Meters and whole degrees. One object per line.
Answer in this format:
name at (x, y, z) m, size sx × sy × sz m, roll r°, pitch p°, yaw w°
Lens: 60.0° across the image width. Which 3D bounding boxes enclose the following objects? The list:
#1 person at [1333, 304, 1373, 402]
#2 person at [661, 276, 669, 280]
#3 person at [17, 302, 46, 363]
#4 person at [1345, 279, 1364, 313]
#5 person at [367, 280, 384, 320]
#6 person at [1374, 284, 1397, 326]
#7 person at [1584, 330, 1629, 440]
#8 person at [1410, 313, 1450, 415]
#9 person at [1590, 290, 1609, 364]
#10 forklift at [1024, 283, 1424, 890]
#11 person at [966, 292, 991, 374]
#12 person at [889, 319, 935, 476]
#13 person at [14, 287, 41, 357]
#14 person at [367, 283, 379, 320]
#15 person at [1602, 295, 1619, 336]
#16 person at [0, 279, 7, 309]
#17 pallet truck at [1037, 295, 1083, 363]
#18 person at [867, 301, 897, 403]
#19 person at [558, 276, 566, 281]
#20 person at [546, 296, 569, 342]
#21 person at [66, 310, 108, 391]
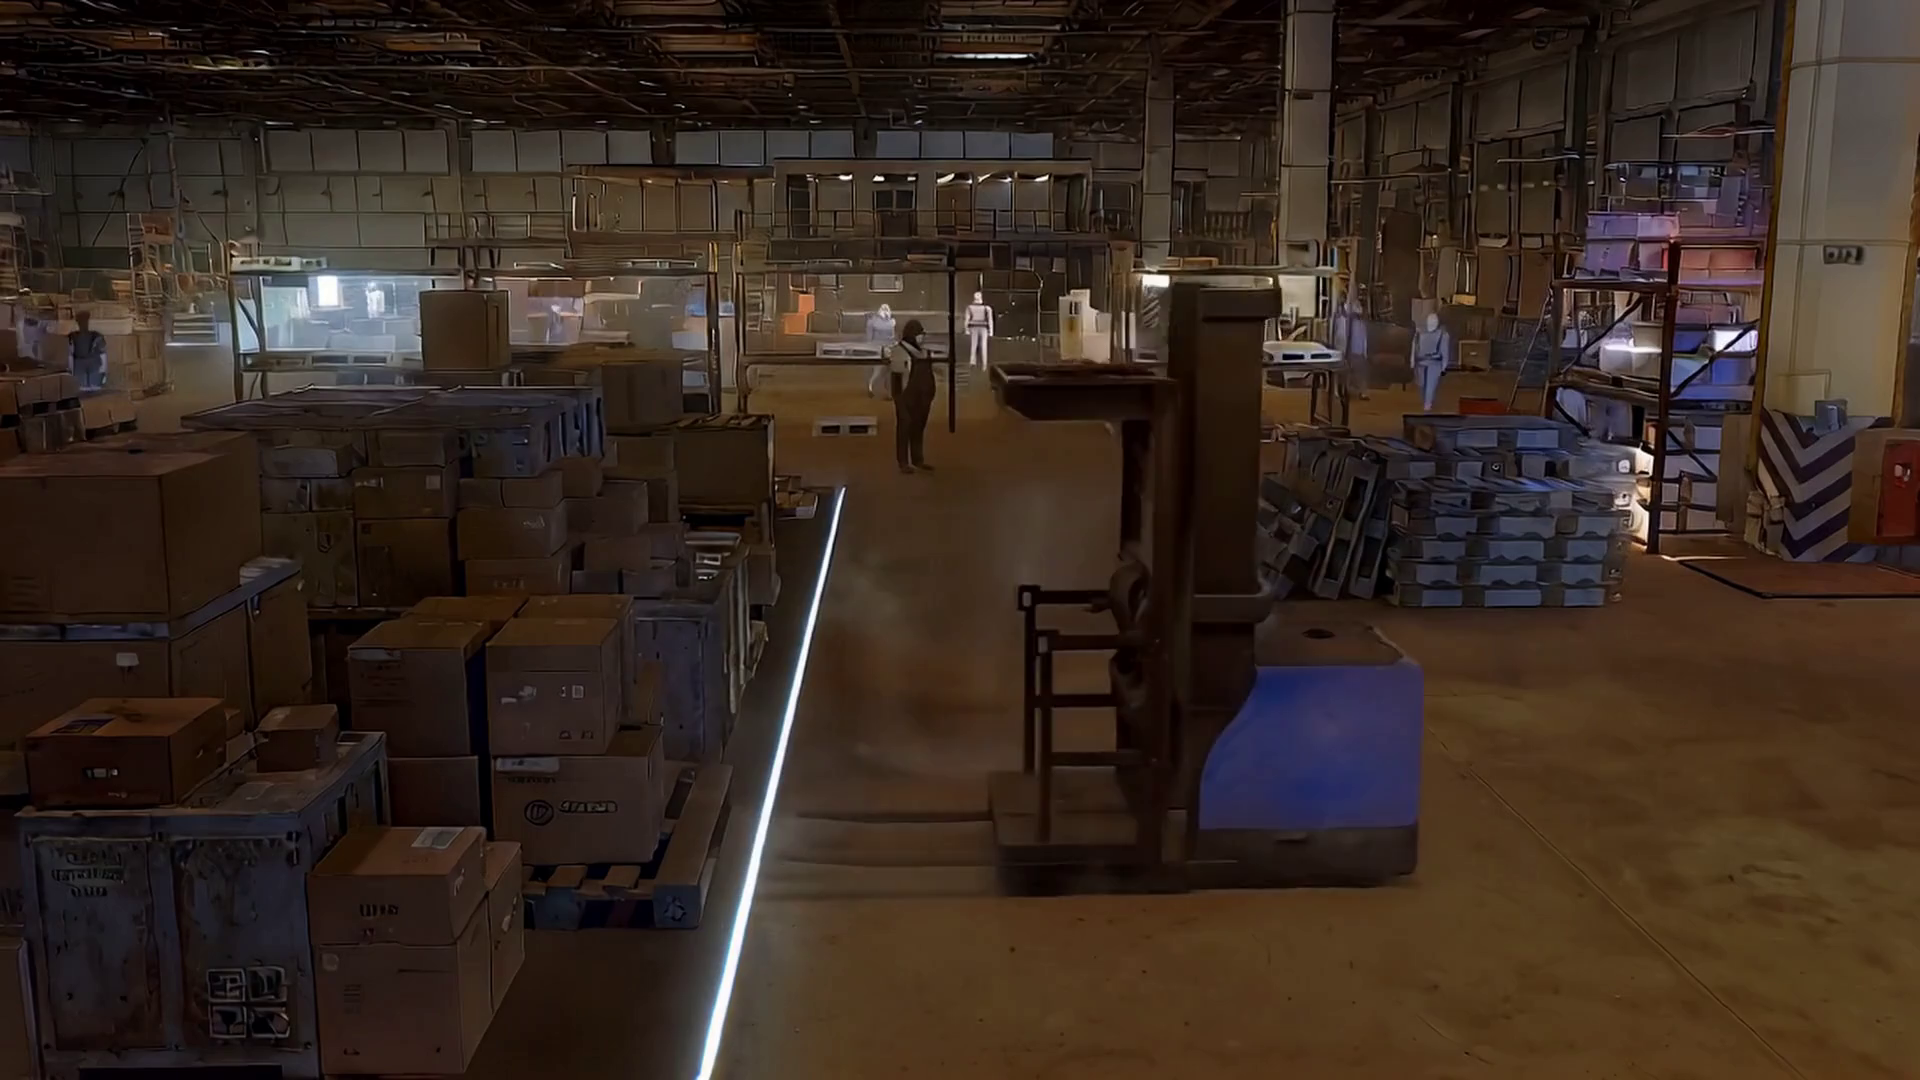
person at (7.512, -3.576, 31.738) m, size 0.594 × 1.865 × 1.014 m, roll -9°, pitch 13°, yaw -40°
person at (-9.662, -7.616, 54.108) m, size 0.449 × 1.906 × 0.586 m, roll 7°, pitch 12°, yaw 35°
person at (-19.972, -4.223, 35.723) m, size 0.533 × 1.731 × 0.864 m, roll 1°, pitch 10°, yaw 5°
person at (12.974, -7.602, 54.322) m, size 0.936 × 1.801 × 0.657 m, roll -6°, pitch 12°, yaw -29°
person at (-17.797, -6.979, 50.694) m, size 0.608 × 1.869 × 0.998 m, roll 4°, pitch 11°, yaw 19°
person at (11.515, -5.970, 44.973) m, size 0.645 × 1.909 × 0.679 m, roll 5°, pitch 12°, yaw 28°
person at (8.646, -1.831, 21.986) m, size 0.606 × 1.866 × 1.008 m, roll -9°, pitch 13°, yaw -41°
person at (8.226, -3.074, 29.102) m, size 0.620 × 1.813 × 0.849 m, roll 6°, pitch 12°, yaw 32°
person at (16.002, -5.381, 41.423) m, size 0.388 × 1.992 × 0.625 m, roll -2°, pitch 10°, yaw -9°
forklift at (1.220, 0.166, 8.053) m, size 1.873 × 2.768 × 1.129 m, roll 0°, pitch 10°, yaw -2°
person at (0.426, -4.743, 38.187) m, size 0.574 × 1.881 × 0.357 m, roll 0°, pitch 10°, yaw -1°
person at (-0.573, -1.861, 21.686) m, size 0.536 × 2.000 × 0.677 m, roll 7°, pitch 12°, yaw 35°
person at (-23.650, -5.473, 42.251) m, size 0.577 × 1.877 × 1.016 m, roll 0°, pitch 10°, yaw -1°
person at (-16.740, -6.417, 47.563) m, size 0.329 × 1.865 × 0.510 m, roll -8°, pitch 13°, yaw -39°
person at (14.368, -4.480, 36.769) m, size 0.309 × 1.864 × 0.535 m, roll -3°, pitch 11°, yaw -15°
person at (-31.235, -7.571, 54.107) m, size 0.403 × 1.822 × 0.587 m, roll 2°, pitch 10°, yaw 12°
pallet truck at (2.483, -3.881, 33.060) m, size 1.885 × 1.965 × 0.823 m, roll -7°, pitch 13°, yaw -36°
person at (-1.485, -3.545, 31.398) m, size 0.651 × 1.925 × 0.603 m, roll -6°, pitch 12°, yaw -30°
person at (-15.721, -9.650, 65.702) m, size 0.728 × 1.827 × 0.511 m, roll 10°, pitch 14°, yaw 44°
person at (-8.519, -4.252, 35.437) m, size 1.003 × 1.881 × 0.550 m, roll 3°, pitch 10°, yaw 14°
person at (-14.333, -2.825, 27.387) m, size 0.617 × 1.928 × 0.977 m, roll -1°, pitch 10°, yaw -8°
